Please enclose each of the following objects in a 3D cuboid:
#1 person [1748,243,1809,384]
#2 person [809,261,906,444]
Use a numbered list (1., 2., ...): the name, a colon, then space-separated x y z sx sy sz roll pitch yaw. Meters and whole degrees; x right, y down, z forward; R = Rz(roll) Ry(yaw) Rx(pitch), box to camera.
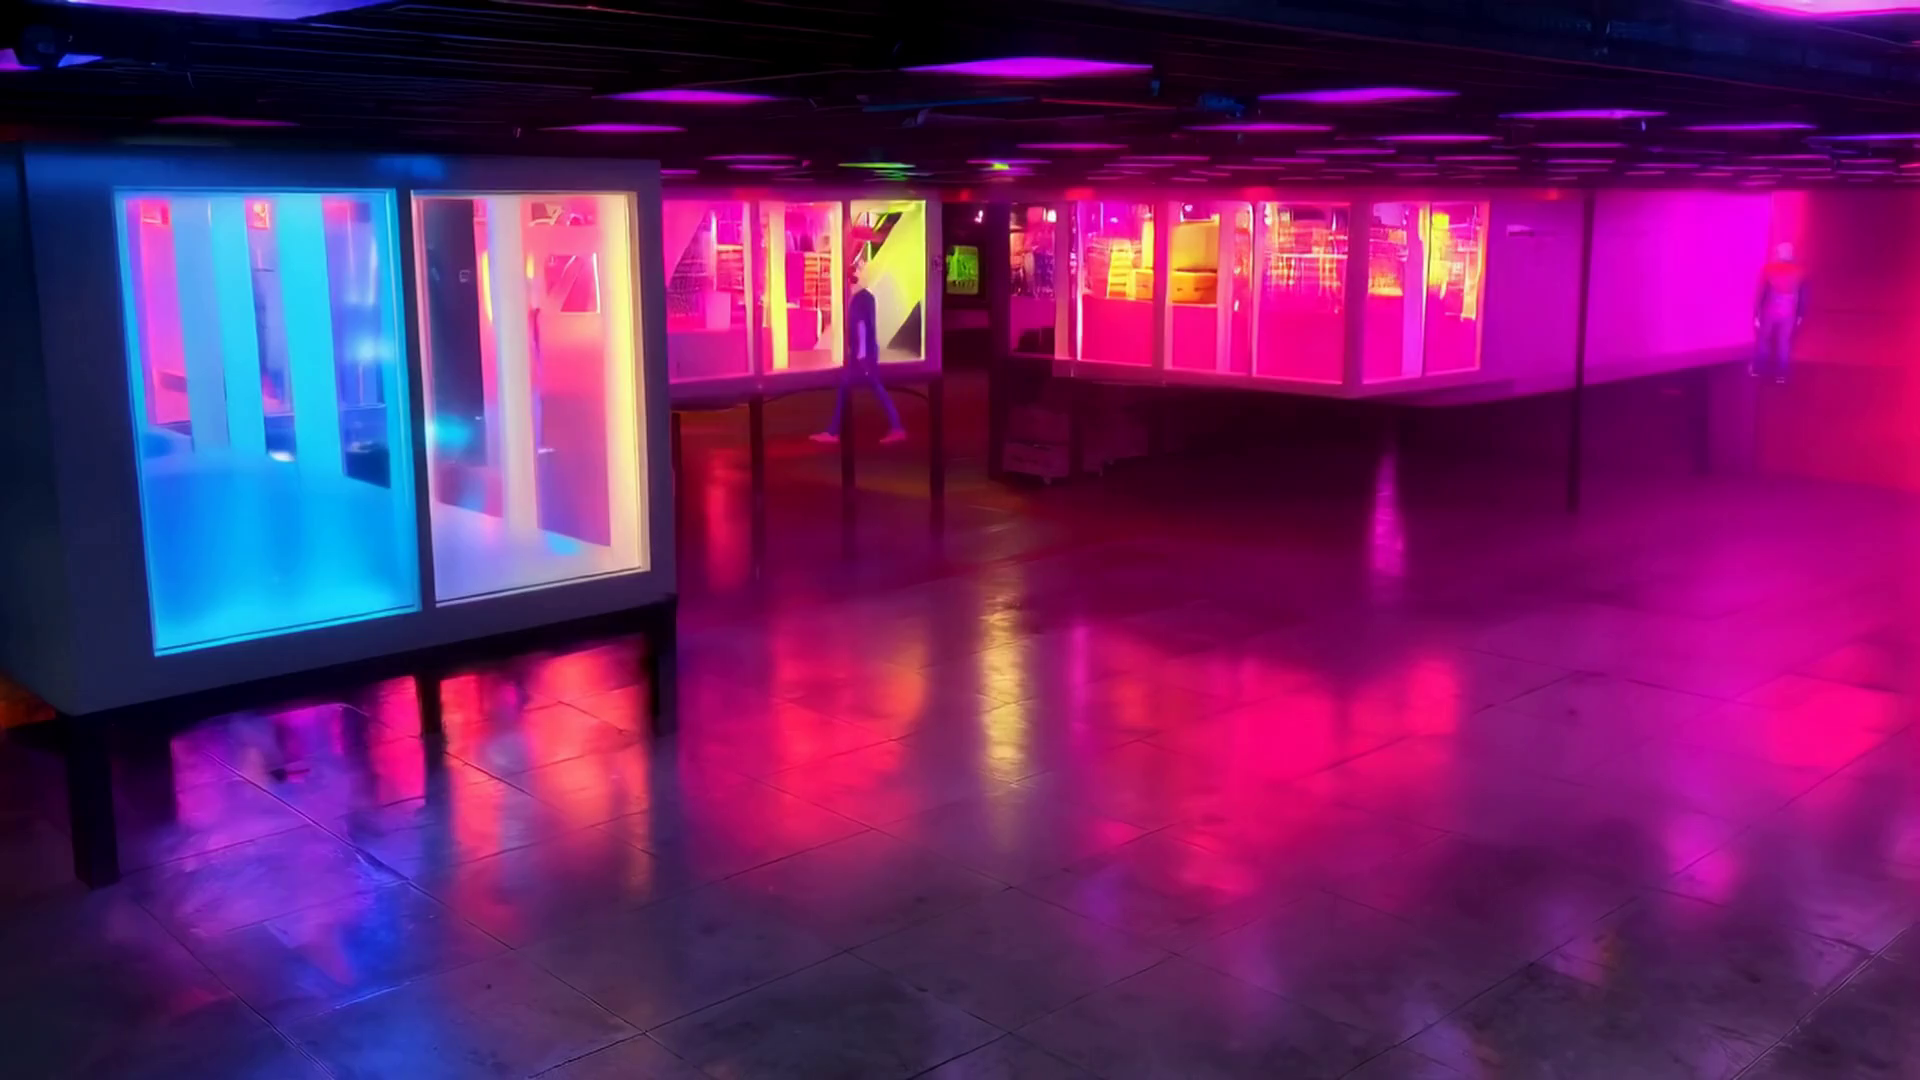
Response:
1. person: 11.023 -3.060 22.406 0.679 1.854 0.979 2 11 10
2. person: -0.978 -1.843 16.456 1.008 1.821 0.530 3 12 17
